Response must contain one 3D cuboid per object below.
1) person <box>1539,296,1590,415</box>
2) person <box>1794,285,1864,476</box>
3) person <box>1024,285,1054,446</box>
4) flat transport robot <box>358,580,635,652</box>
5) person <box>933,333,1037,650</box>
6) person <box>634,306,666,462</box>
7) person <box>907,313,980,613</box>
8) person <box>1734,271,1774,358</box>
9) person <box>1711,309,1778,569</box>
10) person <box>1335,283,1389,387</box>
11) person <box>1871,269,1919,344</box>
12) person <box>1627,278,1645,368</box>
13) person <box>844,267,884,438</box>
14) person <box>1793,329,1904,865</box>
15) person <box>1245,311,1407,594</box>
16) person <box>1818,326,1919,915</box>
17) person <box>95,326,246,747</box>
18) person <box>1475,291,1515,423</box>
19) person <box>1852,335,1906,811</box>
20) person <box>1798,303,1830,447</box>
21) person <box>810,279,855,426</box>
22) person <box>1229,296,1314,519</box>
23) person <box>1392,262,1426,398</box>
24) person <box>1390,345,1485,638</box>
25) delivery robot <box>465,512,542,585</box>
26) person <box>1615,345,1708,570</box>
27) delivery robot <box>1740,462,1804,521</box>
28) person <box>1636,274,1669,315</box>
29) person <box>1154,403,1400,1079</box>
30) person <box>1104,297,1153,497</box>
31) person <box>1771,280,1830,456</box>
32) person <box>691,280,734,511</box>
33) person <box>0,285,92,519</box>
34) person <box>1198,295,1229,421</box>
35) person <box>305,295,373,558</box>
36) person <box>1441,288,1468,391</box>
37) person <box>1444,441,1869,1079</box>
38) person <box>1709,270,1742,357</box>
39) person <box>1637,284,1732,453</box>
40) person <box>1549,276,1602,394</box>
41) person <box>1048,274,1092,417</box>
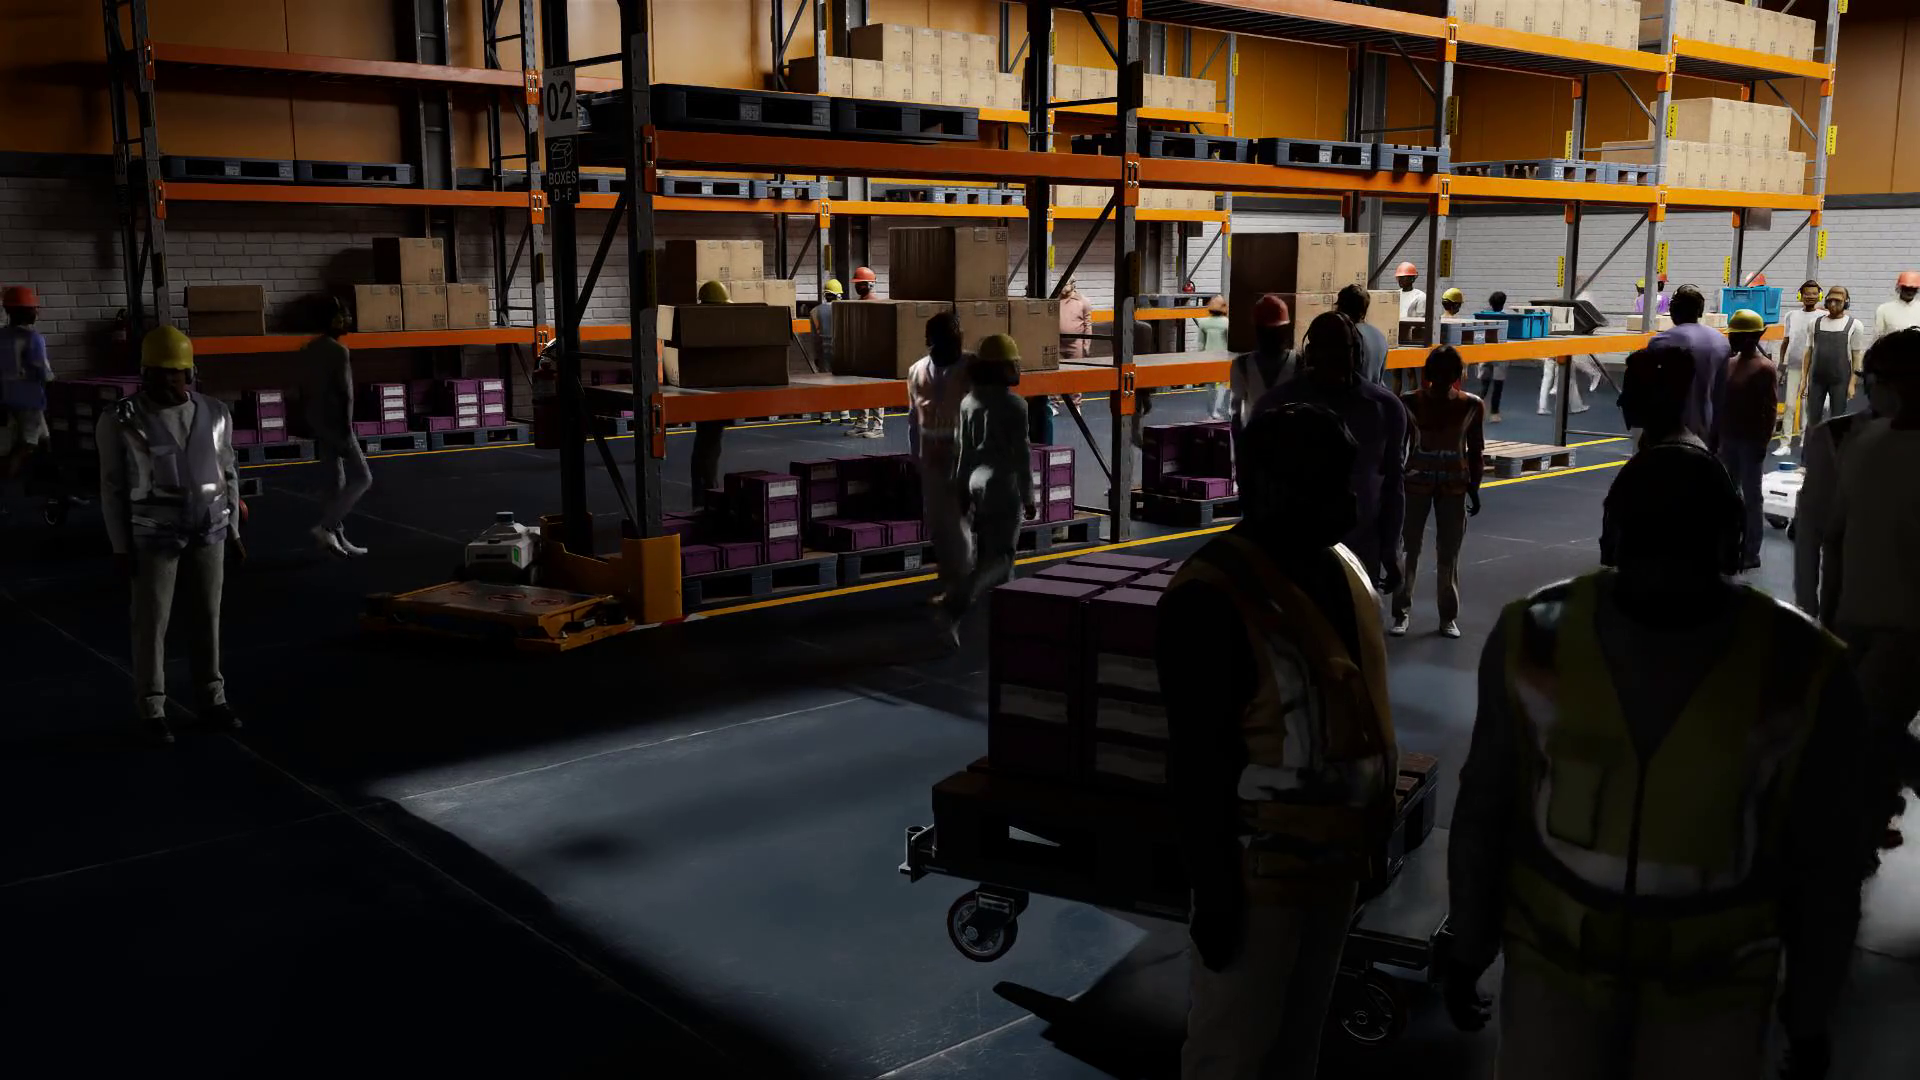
[{"bbox_3d":[8.091,-2.468,22.263,0.816,1.601,0.531,-5,11,-28],"label":"person"},{"bbox_3d":[8.332,-1.509,15.947,0.507,1.847,0.346,8,13,41],"label":"person"},{"bbox_3d":[0.810,-1.738,17.283,0.374,1.843,0.574,7,12,35],"label":"person"},{"bbox_3d":[-2.599,0.409,9.317,1.431,0.197,0.652,5,11,26],"label":"flat transport robot"},{"bbox_3d":[0.152,-0.261,9.016,0.775,1.719,0.490,-7,12,-37],"label":"person"},{"bbox_3d":[-3.204,-1.639,17.145,0.318,1.697,0.535,2,10,10],"label":"person"},{"bbox_3d":[-0.033,-0.438,9.841,0.644,1.803,0.493,6,11,31],"label":"person"},{"bbox_3d":[10.053,-2.434,21.124,0.382,1.932,0.541,-8,13,-41],"label":"person"},{"bbox_3d":[5.316,-0.685,11.353,0.325,1.767,0.533,-2,10,-13],"label":"person"},{"bbox_3d":[2.665,-0.774,11.372,0.372,1.940,0.631,9,13,41],"label":"person"},{"bbox_3d":[10.623,-2.058,18.770,0.636,1.976,0.755,3,10,19],"label":"person"},{"bbox_3d":[11.272,-3.453,27.561,0.327,1.767,0.533,3,10,16],"label":"person"},{"bbox_3d":[-1.105,-2.192,19.507,0.381,1.994,0.614,-9,13,-41],"label":"person"},{"bbox_3d":[3.306,0.212,5.849,0.631,1.867,0.727,0,10,1],"label":"person"},{"bbox_3d":[1.474,0.037,6.714,0.646,1.908,0.408,0,10,2],"label":"person"},{"bbox_3d":[3.054,0.272,5.335,0.833,1.913,0.637,-2,10,-11],"label":"person"},{"bbox_3d":[-3.440,-0.026,7.323,0.404,1.824,0.591,9,13,41],"label":"person"},{"bbox_3d":[6.823,-2.324,21.203,0.534,1.688,0.364,8,13,39],"label":"person"},{"bbox_3d":[3.582,0.114,6.470,0.404,1.837,0.596,6,11,31],"label":"person"},{"bbox_3d":[9.515,-1.830,18.495,0.548,1.613,0.418,4,11,23],"label":"person"},{"bbox_3d":[-1.579,-2.341,20.857,0.591,1.833,0.403,3,10,19],"label":"person"},{"bbox_3d":[1.871,-0.518,10.030,0.549,1.882,0.970,3,10,17],"label":"person"},{"bbox_3d":[5.855,-2.631,21.937,0.373,2.044,0.606,-7,12,-35],"label":"person"},{"bbox_3d":[2.650,-0.267,9.284,0.512,1.638,0.312,2,10,11],"label":"person"},{"bbox_3d":[-2.784,0.069,10.205,0.477,0.478,0.707,0,10,-1],"label":"delivery robot"},{"bbox_3d":[2.412,0.266,5.583,0.986,1.846,0.575,5,11,26],"label":"person"},{"bbox_3d":[6.271,-0.348,12.649,0.477,0.478,0.707,-3,10,-16],"label":"delivery robot"},{"bbox_3d":[9.943,-2.905,23.848,0.358,1.938,0.542,-5,11,-27],"label":"person"},{"bbox_3d":[0.654,0.645,3.346,0.429,1.844,0.624,8,13,39],"label":"person"},{"bbox_3d":[1.544,-1.311,14.758,0.567,1.855,0.548,-8,12,-38],"label":"person"},{"bbox_3d":[8.903,-1.799,17.557,0.531,1.875,0.316,8,13,40],"label":"person"},{"bbox_3d":[-2.015,-1.141,13.553,0.385,1.925,0.592,-5,11,-28],"label":"person"},{"bbox_3d":[-7.689,-1.133,13.627,0.558,1.900,0.985,6,11,30],"label":"person"},{"bbox_3d":[3.280,-2.311,21.317,0.513,1.643,0.380,6,12,33],"label":"person"},{"bbox_3d":[-4.388,-0.776,11.638,0.522,1.857,0.426,7,12,36],"label":"person"},{"bbox_3d":[5.489,-1.941,18.712,0.321,1.765,0.533,-8,12,-38],"label":"person"},{"bbox_3d":[1.166,0.739,2.864,0.654,1.835,0.477,5,11,27],"label":"person"},{"bbox_3d":[12.094,-3.310,26.136,0.602,1.966,0.368,8,12,38],"label":"person"},{"bbox_3d":[4.886,-0.757,11.269,0.633,1.938,0.356,-3,10,-16],"label":"person"},{"bbox_3d":[9.456,-3.162,25.554,0.740,1.877,0.681,-3,10,-20],"label":"person"},{"bbox_3d":[1.410,-2.556,21.917,0.642,1.903,0.399,2,10,13],"label":"person"}]
